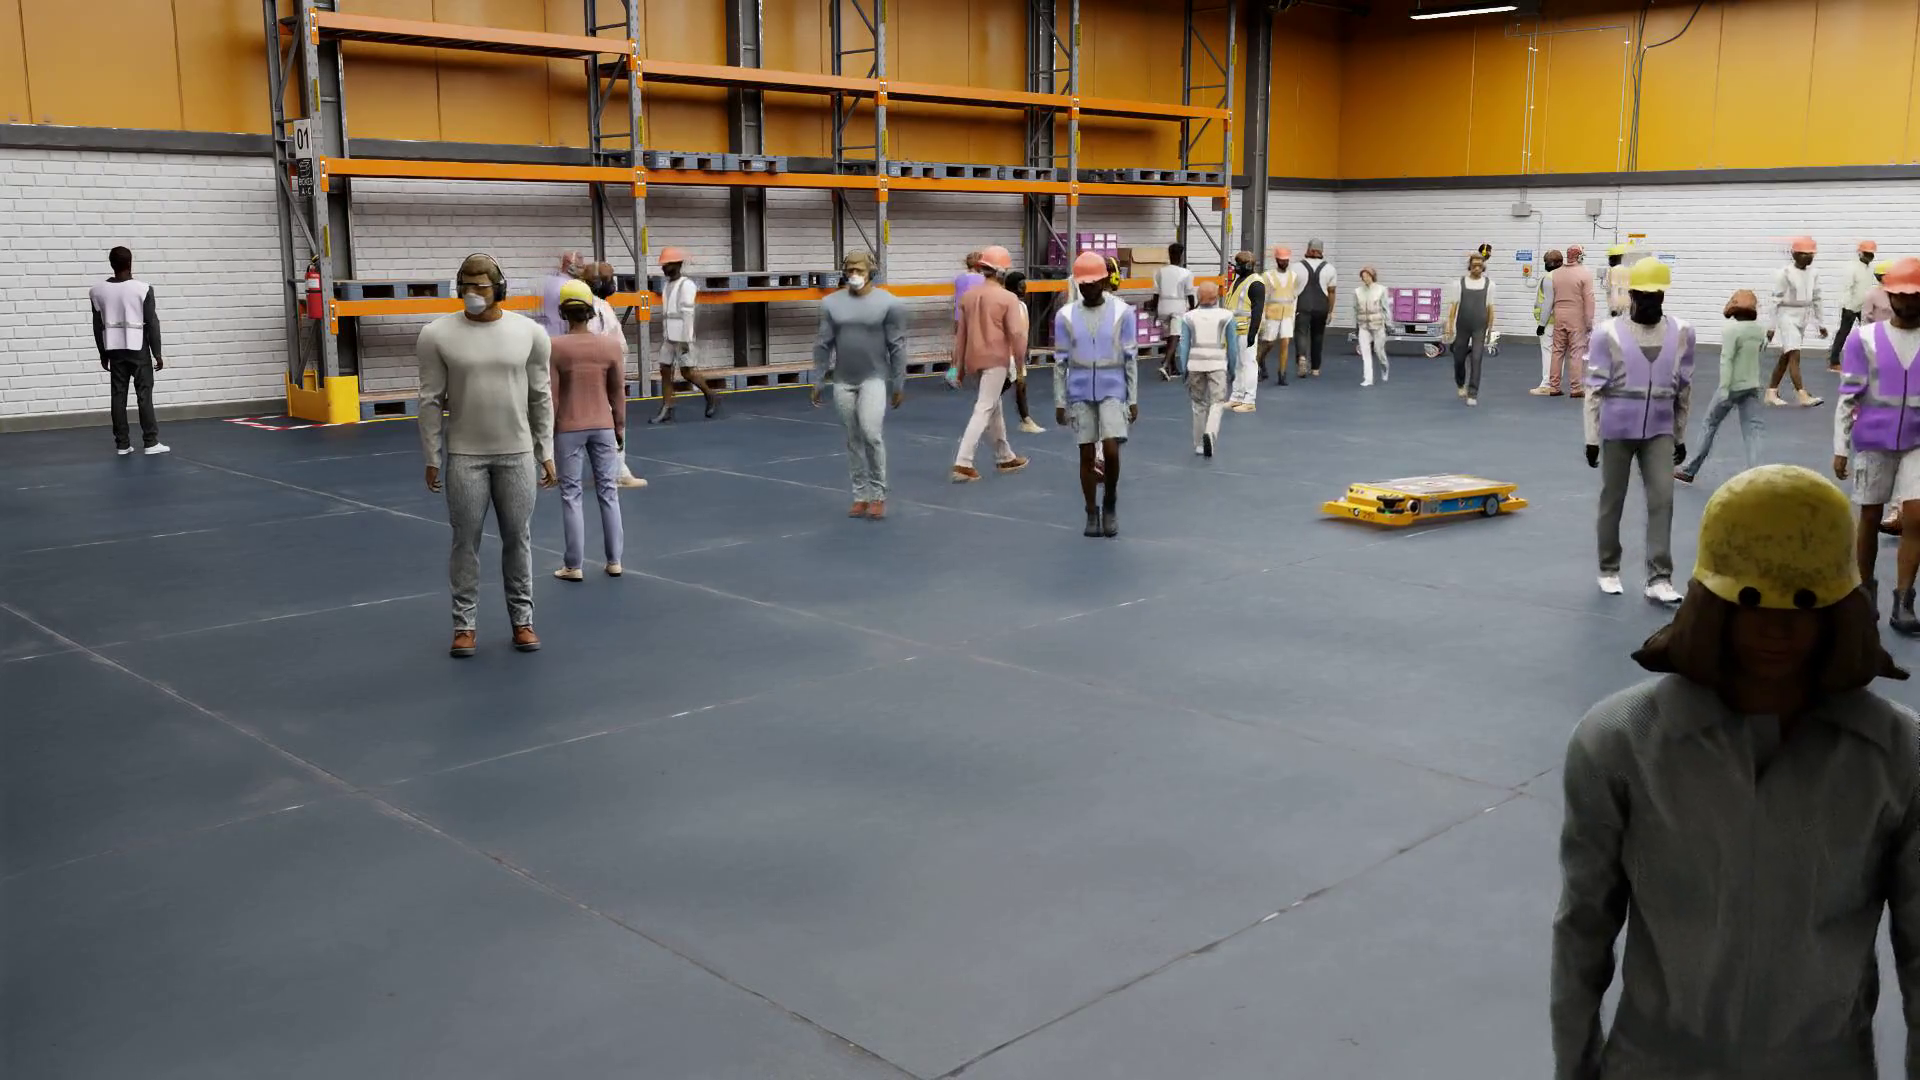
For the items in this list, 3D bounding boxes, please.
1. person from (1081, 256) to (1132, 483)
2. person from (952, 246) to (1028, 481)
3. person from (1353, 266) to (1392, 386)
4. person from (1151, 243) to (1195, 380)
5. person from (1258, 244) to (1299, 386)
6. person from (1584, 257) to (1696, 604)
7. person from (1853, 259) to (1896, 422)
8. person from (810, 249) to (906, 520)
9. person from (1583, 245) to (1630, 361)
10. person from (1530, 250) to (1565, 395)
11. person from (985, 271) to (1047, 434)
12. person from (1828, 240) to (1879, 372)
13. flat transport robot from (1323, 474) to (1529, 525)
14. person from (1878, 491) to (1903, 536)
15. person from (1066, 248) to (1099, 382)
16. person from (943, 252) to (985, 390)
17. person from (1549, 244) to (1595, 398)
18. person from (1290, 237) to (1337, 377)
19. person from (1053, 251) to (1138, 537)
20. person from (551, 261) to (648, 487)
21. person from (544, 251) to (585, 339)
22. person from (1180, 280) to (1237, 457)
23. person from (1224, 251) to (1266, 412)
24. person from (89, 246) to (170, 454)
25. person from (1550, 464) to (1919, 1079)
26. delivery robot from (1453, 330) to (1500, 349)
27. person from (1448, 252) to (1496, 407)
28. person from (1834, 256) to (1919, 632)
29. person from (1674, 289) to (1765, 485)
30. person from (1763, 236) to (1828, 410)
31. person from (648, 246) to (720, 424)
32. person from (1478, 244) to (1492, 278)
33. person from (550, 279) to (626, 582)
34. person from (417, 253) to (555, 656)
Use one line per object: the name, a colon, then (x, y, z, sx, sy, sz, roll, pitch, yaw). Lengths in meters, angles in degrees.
person: (1.189, -1.372, 13.560, 0.376, 1.858, 0.511, -10, 14, -43)
person: (0.252, -1.470, 13.871, 0.625, 1.936, 1.060, 10, 14, 43)
person: (5.610, -2.898, 22.513, 0.538, 1.611, 0.650, 8, 13, 38)
person: (2.979, -3.212, 23.383, 0.613, 1.932, 0.964, 6, 12, 30)
person: (4.301, -3.071, 22.655, 0.560, 1.910, 0.796, -2, 11, -9)
person: (3.756, -0.587, 9.139, 0.608, 1.893, 0.845, 1, 10, 4)
person: (9.951, -2.147, 18.002, 0.533, 1.767, 0.325, -5, 11, -25)
person: (-0.743, -1.090, 11.802, 0.643, 1.919, 0.590, 3, 11, 16)
person: (10.414, -3.745, 26.432, 1.013, 1.872, 0.611, 10, 14, 43)
person: (7.523, -2.764, 21.177, 0.429, 1.838, 0.622, 10, 14, 43)
person: (0.483, -1.929, 17.102, 0.840, 1.667, 0.548, 4, 11, 23)
person: (13.197, -3.391, 24.296, 0.664, 1.939, 1.024, -4, 11, -20)
flat transport robot: (3.386, -0.306, 12.044, 1.431, 0.197, 0.652, -7, 12, -32)
person: (6.524, -0.919, 11.007, 0.927, 1.866, 0.669, -8, 13, -36)
person: (1.603, -2.747, 21.027, 0.583, 1.861, 0.790, 5, 12, 27)
person: (0.118, -2.885, 21.920, 0.929, 1.810, 0.581, -8, 13, -38)
person: (7.668, -2.738, 20.836, 0.407, 1.910, 0.639, -7, 13, -35)
person: (5.026, -3.347, 23.793, 0.684, 2.000, 0.871, 1, 10, 6)
person: (0.894, -0.954, 11.087, 0.566, 1.913, 0.494, 2, 11, 10)
person: (-2.967, -1.316, 13.334, 0.784, 1.824, 0.625, -1, 10, -6)
person: (-3.974, -1.992, 16.934, 0.842, 1.854, 0.650, -4, 11, -22)
person: (2.240, -1.547, 15.117, 0.515, 1.619, 0.662, 3, 11, 17)
person: (3.249, -2.394, 19.138, 0.429, 1.846, 0.627, -3, 11, -18)
person: (-7.682, -1.742, 15.370, 0.591, 1.922, 0.392, 0, 10, -2)
person: (1.053, 0.761, 2.225, 0.510, 1.739, 0.349, 3, 11, 16)
delivery robot: (8.658, -3.397, 27.868, 0.707, 0.478, 0.477, 6, 12, 30)
person: (6.119, -2.529, 19.912, 0.521, 1.830, 0.702, 3, 11, 15)
person: (4.798, -0.482, 8.524, 0.565, 1.906, 0.794, 5, 11, 24)
person: (6.140, -1.198, 13.298, 0.495, 1.583, 0.815, -5, 11, -24)
person: (9.817, -2.511, 19.337, 0.621, 1.995, 1.016, -4, 11, -23)
person: (-3.006, -2.216, 17.990, 0.551, 1.912, 0.791, 9, 14, 41)
person: (9.492, -4.457, 30.336, 0.329, 1.863, 0.518, -1, 10, -6)
person: (-2.222, -0.639, 9.779, 0.535, 1.767, 0.315, -7, 12, -33)
person: (-2.276, -0.407, 8.043, 0.635, 1.935, 0.349, -4, 11, -20)
